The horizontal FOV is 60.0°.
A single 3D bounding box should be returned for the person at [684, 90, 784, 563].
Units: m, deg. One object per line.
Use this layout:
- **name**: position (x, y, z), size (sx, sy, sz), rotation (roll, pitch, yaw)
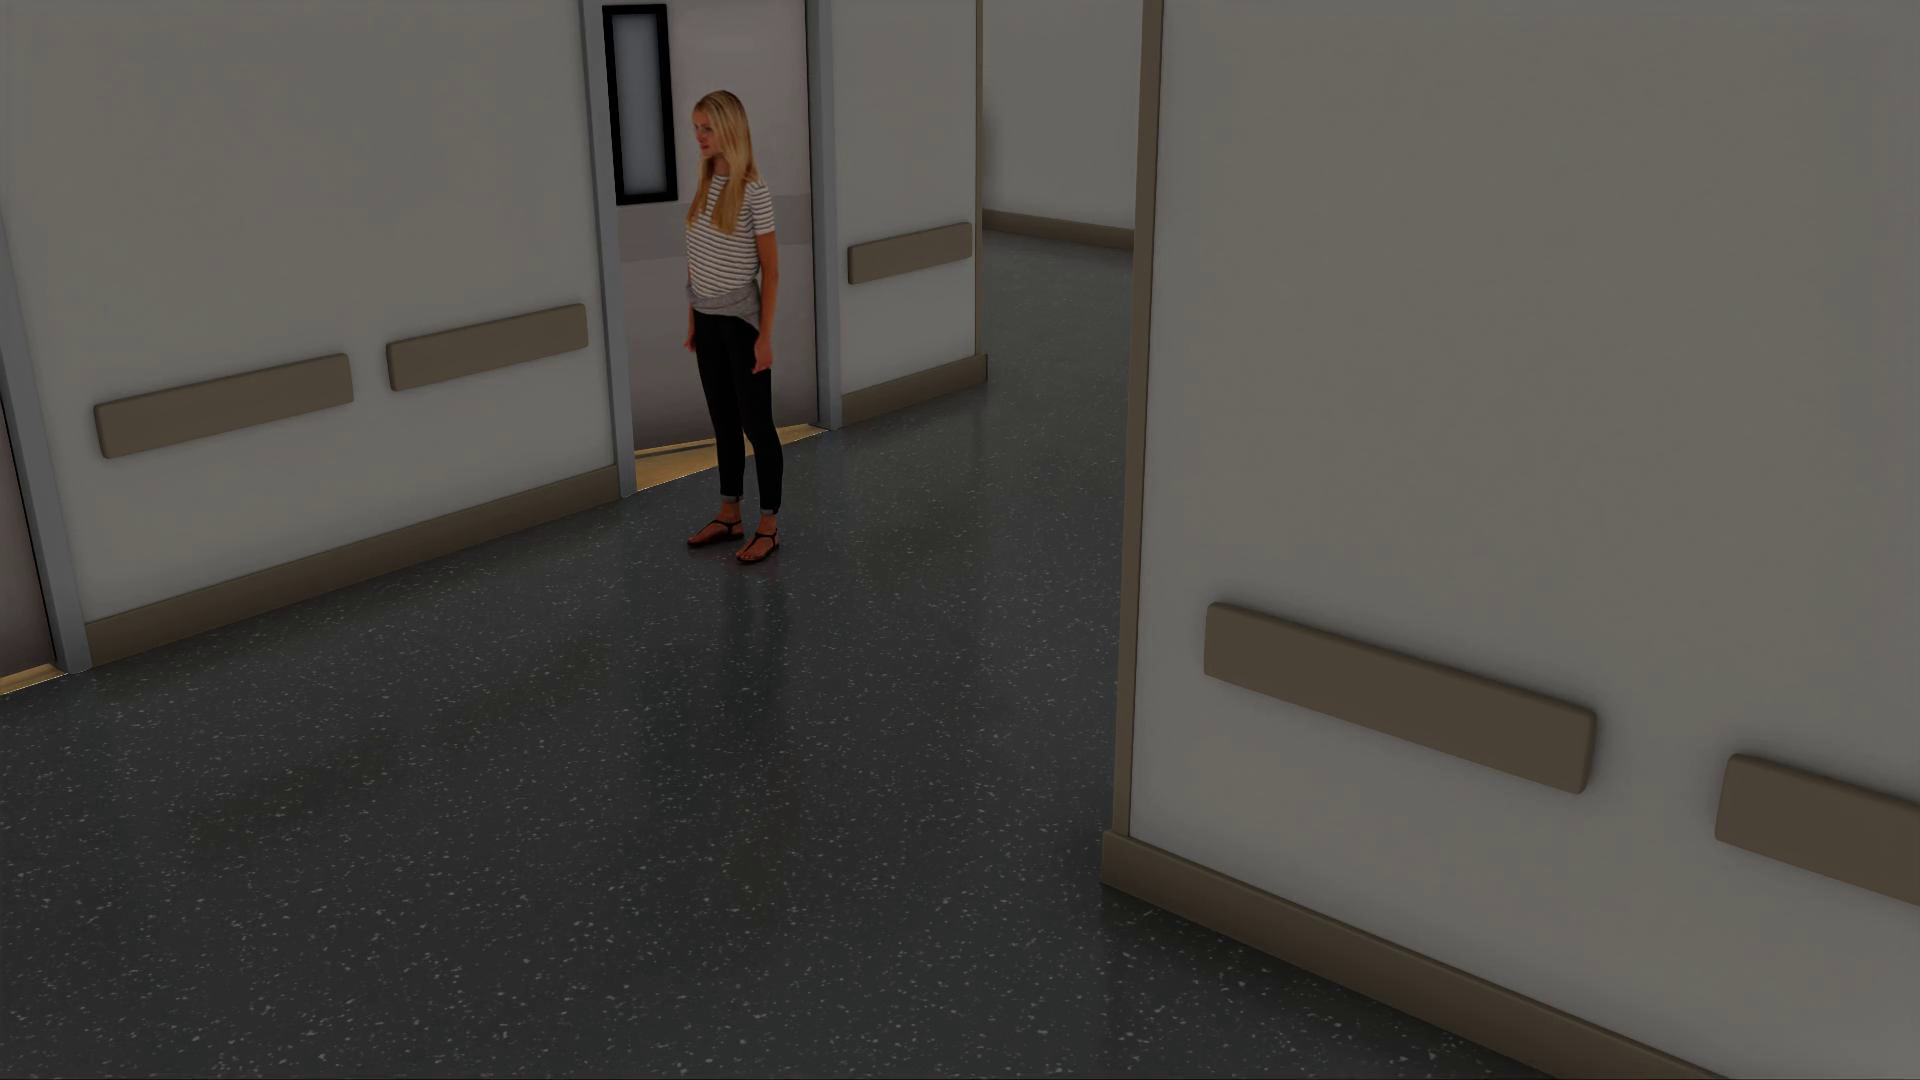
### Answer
- **person**: position (-0.881, -0.827, 6.519), size (0.597, 1.823, 0.510), rotation (17, 26, 37)
